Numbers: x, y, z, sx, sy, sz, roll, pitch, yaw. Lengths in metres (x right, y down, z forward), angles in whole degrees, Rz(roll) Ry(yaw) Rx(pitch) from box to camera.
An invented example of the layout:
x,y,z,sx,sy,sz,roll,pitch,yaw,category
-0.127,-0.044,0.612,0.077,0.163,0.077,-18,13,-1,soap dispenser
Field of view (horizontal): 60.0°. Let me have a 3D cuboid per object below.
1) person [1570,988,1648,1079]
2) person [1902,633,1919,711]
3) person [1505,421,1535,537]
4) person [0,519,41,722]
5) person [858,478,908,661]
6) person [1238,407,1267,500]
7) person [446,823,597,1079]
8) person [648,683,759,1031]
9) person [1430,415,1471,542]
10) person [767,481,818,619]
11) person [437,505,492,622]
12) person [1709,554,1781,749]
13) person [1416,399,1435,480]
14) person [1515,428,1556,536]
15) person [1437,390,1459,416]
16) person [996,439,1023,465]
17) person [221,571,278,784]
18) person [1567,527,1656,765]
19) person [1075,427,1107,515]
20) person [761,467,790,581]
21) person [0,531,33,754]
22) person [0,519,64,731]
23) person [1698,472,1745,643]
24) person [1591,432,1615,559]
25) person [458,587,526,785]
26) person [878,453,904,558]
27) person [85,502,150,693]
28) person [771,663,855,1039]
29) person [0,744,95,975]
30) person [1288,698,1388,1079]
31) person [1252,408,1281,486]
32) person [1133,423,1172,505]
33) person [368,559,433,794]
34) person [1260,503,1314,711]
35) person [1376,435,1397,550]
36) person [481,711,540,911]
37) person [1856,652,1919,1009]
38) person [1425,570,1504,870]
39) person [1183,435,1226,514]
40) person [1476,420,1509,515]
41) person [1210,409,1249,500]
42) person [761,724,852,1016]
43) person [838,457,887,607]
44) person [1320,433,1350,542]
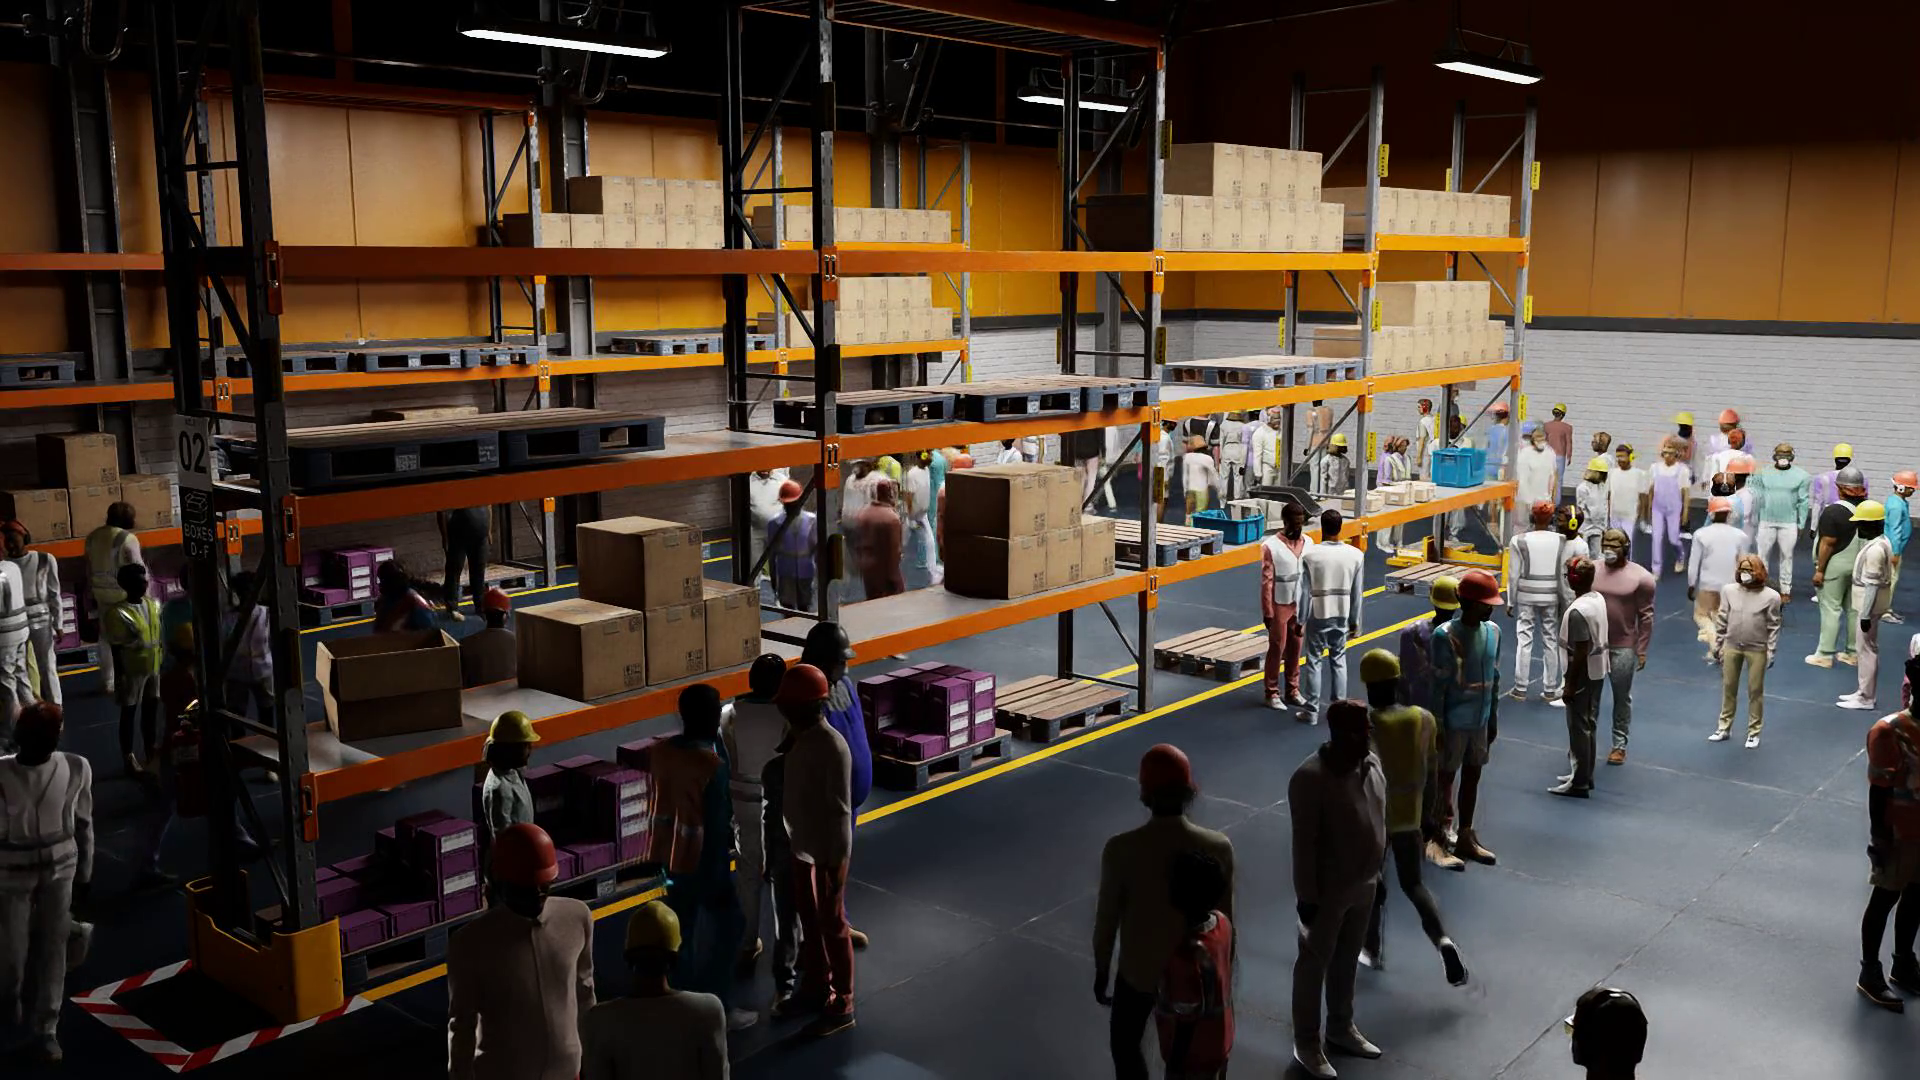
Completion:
x,y,z,sx,sy,sz,roll,pitch,yaw,category
1.913,2.274,5.013,0.636,1.938,0.358,-4,10,-24,person
6.794,1.248,11.496,0.404,1.824,0.591,-6,11,-32,person
7.589,-0.633,22.346,0.604,1.947,0.387,-1,10,-6,person
-8.406,0.705,14.702,0.567,1.838,0.388,-2,10,-10,person
-0.758,0.309,16.927,0.529,1.885,0.641,-8,13,-41,person
4.580,-1.217,25.940,0.591,1.913,0.394,-7,12,-37,person
-1.628,2.026,6.322,0.619,1.992,0.396,-9,13,-42,person
-1.350,1.673,8.721,0.617,1.903,0.563,8,12,40,person
6.947,-0.824,23.604,0.587,1.912,0.383,-1,10,-7,person
-1.638,0.359,16.603,0.560,1.903,0.759,-1,10,-9,person
-5.590,-0.103,18.898,0.536,2.000,0.683,8,13,41,person
6.598,0.925,13.975,0.275,1.632,0.507,-9,13,-44,person
7.652,-1.392,27.216,0.387,1.837,0.561,8,12,38,person
7.596,-0.521,21.818,0.642,1.893,0.846,-3,10,-19,person
8.464,-1.714,28.869,0.367,1.932,0.623,7,12,37,person
0.691,-0.771,23.907,0.319,1.698,0.532,-6,11,-33,person
-5.550,1.056,13.007,0.545,1.680,0.468,-6,11,-30,person
5.283,0.852,13.501,0.629,1.940,0.377,8,12,40,person
2.075,-1.377,26.672,0.647,1.979,0.426,7,12,35,person
-2.429,-0.434,21.208,0.371,1.929,0.585,9,13,42,person
-7.932,0.836,13.783,0.367,1.881,0.581,-1,10,-8,person
-8.046,0.745,14.327,0.589,1.877,0.359,-3,10,-19,person
8.149,0.182,17.811,0.430,1.838,0.624,5,11,27,person
8.417,-0.504,21.875,0.351,1.846,0.506,6,11,32,person
-3.315,1.206,11.968,0.565,1.745,0.350,-2,10,-9,person
-0.955,-0.583,22.821,0.319,1.686,0.541,-5,11,-28,person
-7.938,0.547,15.683,0.703,1.824,0.434,5,11,25,person
-0.783,1.619,8.793,0.408,1.986,0.618,-6,11,-31,person
-5.311,1.643,9.153,0.519,1.834,0.848,5,11,29,person
1.931,1.726,8.374,0.636,1.911,0.405,-8,12,-38,person
4.665,-1.033,24.901,0.652,1.897,0.399,-6,11,-34,person
3.107,-1.402,26.887,0.676,1.959,0.455,5,11,28,person
-4.244,1.015,12.951,0.834,1.813,0.651,-8,13,-41,person
2.967,0.596,15.131,0.599,1.909,0.402,-6,11,-33,person
6.037,-0.664,23.473,0.322,1.630,0.525,1,10,4,person
-2.351,1.745,8.783,0.323,1.736,0.486,-1,10,-8,person
5.221,1.572,9.116,0.613,1.964,0.361,-4,10,-22,person
3.410,1.199,11.157,0.606,2.035,0.405,-5,11,-29,person
3.509,-0.693,23.716,0.523,1.614,0.571,-6,11,-31,person
8.576,-1.193,26.720,0.336,1.613,0.628,-5,11,-27,person
4.656,-1.711,28.503,0.681,2.000,0.538,4,10,24,person
-0.825,1.718,8.946,0.486,1.738,0.321,0,10,2,person
-1.083,-0.144,19.145,0.694,2.000,1.023,8,13,40,person
5.129,-0.590,22.702,0.492,1.740,0.325,-5,11,-28,person
